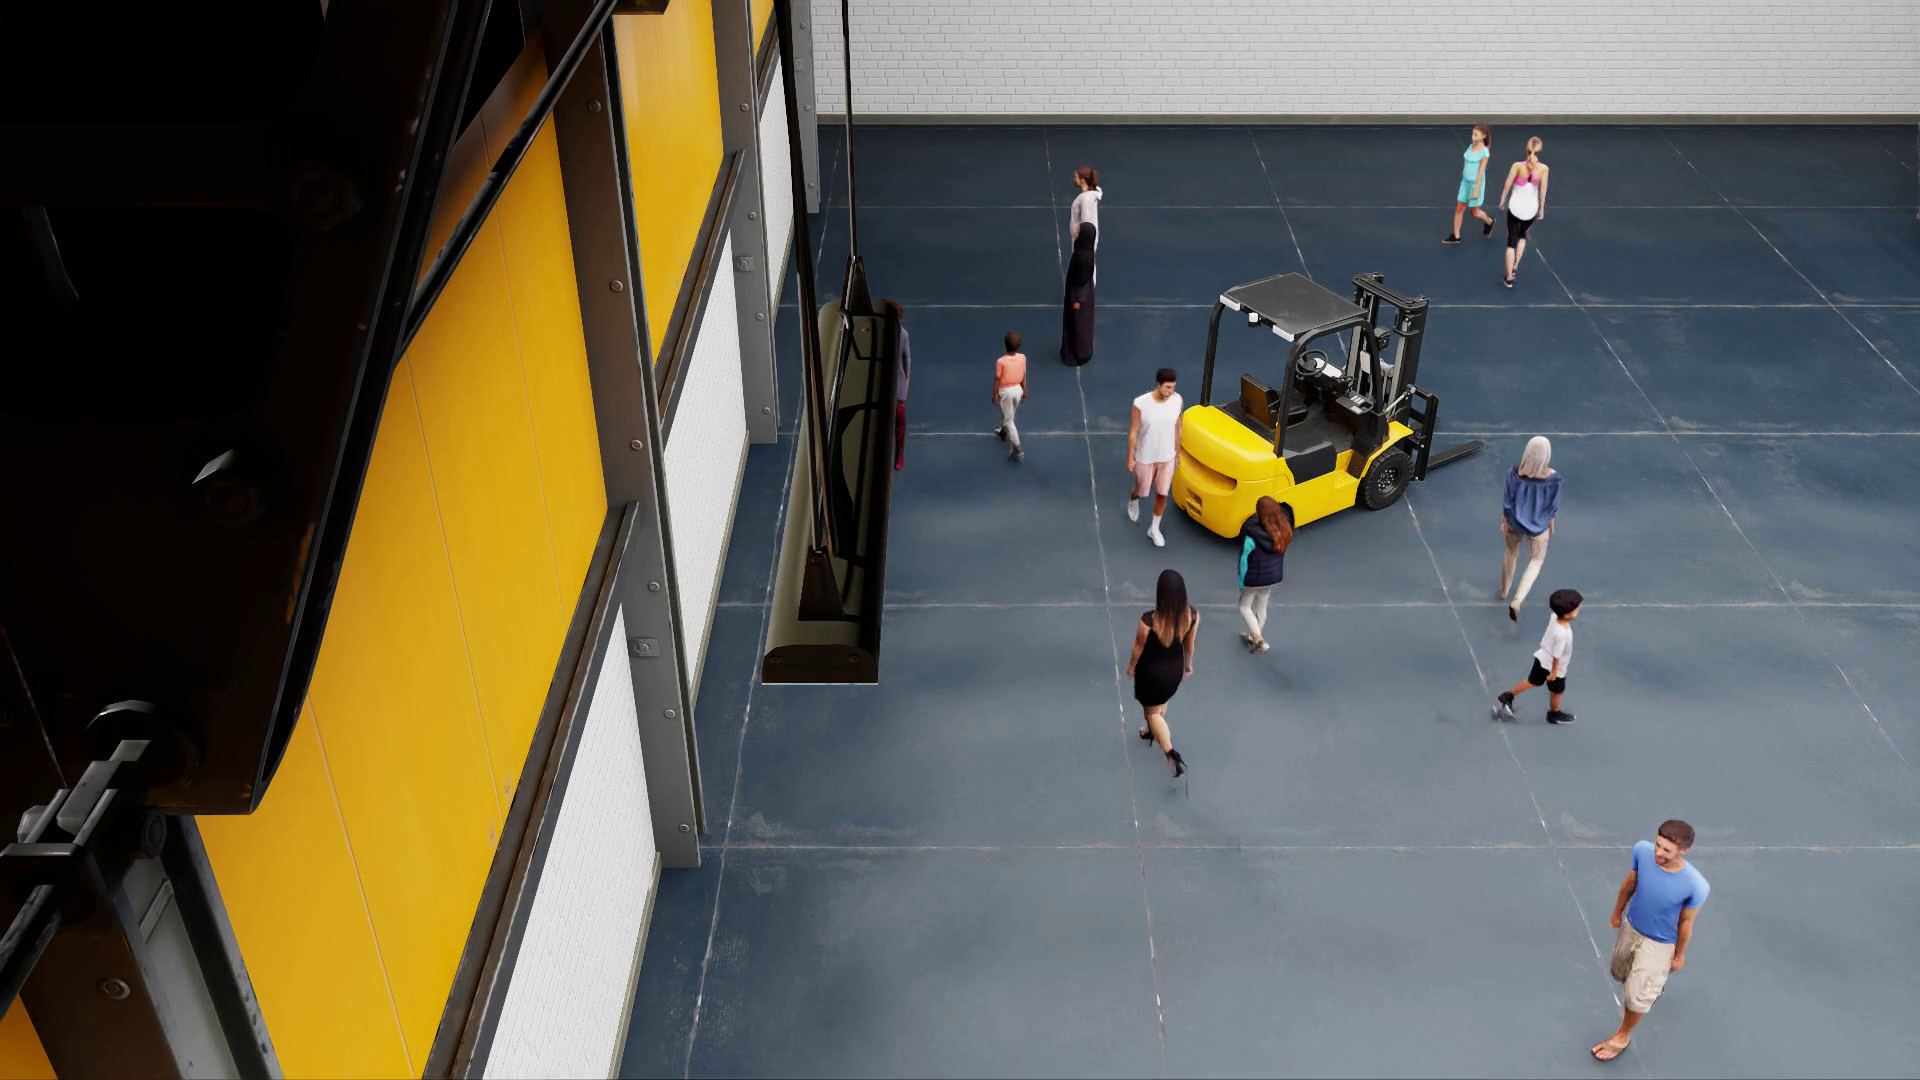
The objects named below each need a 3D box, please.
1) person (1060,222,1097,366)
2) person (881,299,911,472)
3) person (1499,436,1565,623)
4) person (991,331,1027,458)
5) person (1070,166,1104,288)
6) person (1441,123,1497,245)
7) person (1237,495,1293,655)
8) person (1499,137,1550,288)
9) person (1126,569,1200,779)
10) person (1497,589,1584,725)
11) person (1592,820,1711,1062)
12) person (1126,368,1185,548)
[{"bbox_3d":[1.305,-2.682,17.976,0.675,1.612,0.549,3,34,5],"label":"person"},{"bbox_3d":[-0.706,-1.590,16.264,0.580,1.688,0.895,1,34,1],"label":"person"},{"bbox_3d":[4.775,-0.083,14.001,0.906,1.683,1.067,17,37,23],"label":"person"},{"bbox_3d":[0.512,-1.424,16.367,0.739,1.298,0.945,-15,37,-22],"label":"person"},{"bbox_3d":[1.456,-3.483,19.107,0.744,1.693,0.584,7,34,11],"label":"person"},{"bbox_3d":[6.430,-4.412,20.642,0.848,1.542,0.968,-12,36,-18],"label":"person"},{"bbox_3d":[2.490,0.326,13.562,0.705,1.489,0.786,-15,36,-21],"label":"person"},{"bbox_3d":[6.609,-3.814,19.541,0.724,1.765,0.855,5,34,8],"label":"person"},{"bbox_3d":[1.520,1.023,12.328,0.918,1.694,1.114,-14,36,-20],"label":"person"},{"bbox_3d":[4.535,0.910,12.905,0.572,1.243,0.786,2,34,3],"label":"person"},{"bbox_3d":[4.284,2.367,10.178,1.061,1.835,1.077,-24,40,-31],"label":"person"},{"bbox_3d":[1.747,-0.818,15.035,0.751,1.762,0.942,-6,34,-9],"label":"person"}]
